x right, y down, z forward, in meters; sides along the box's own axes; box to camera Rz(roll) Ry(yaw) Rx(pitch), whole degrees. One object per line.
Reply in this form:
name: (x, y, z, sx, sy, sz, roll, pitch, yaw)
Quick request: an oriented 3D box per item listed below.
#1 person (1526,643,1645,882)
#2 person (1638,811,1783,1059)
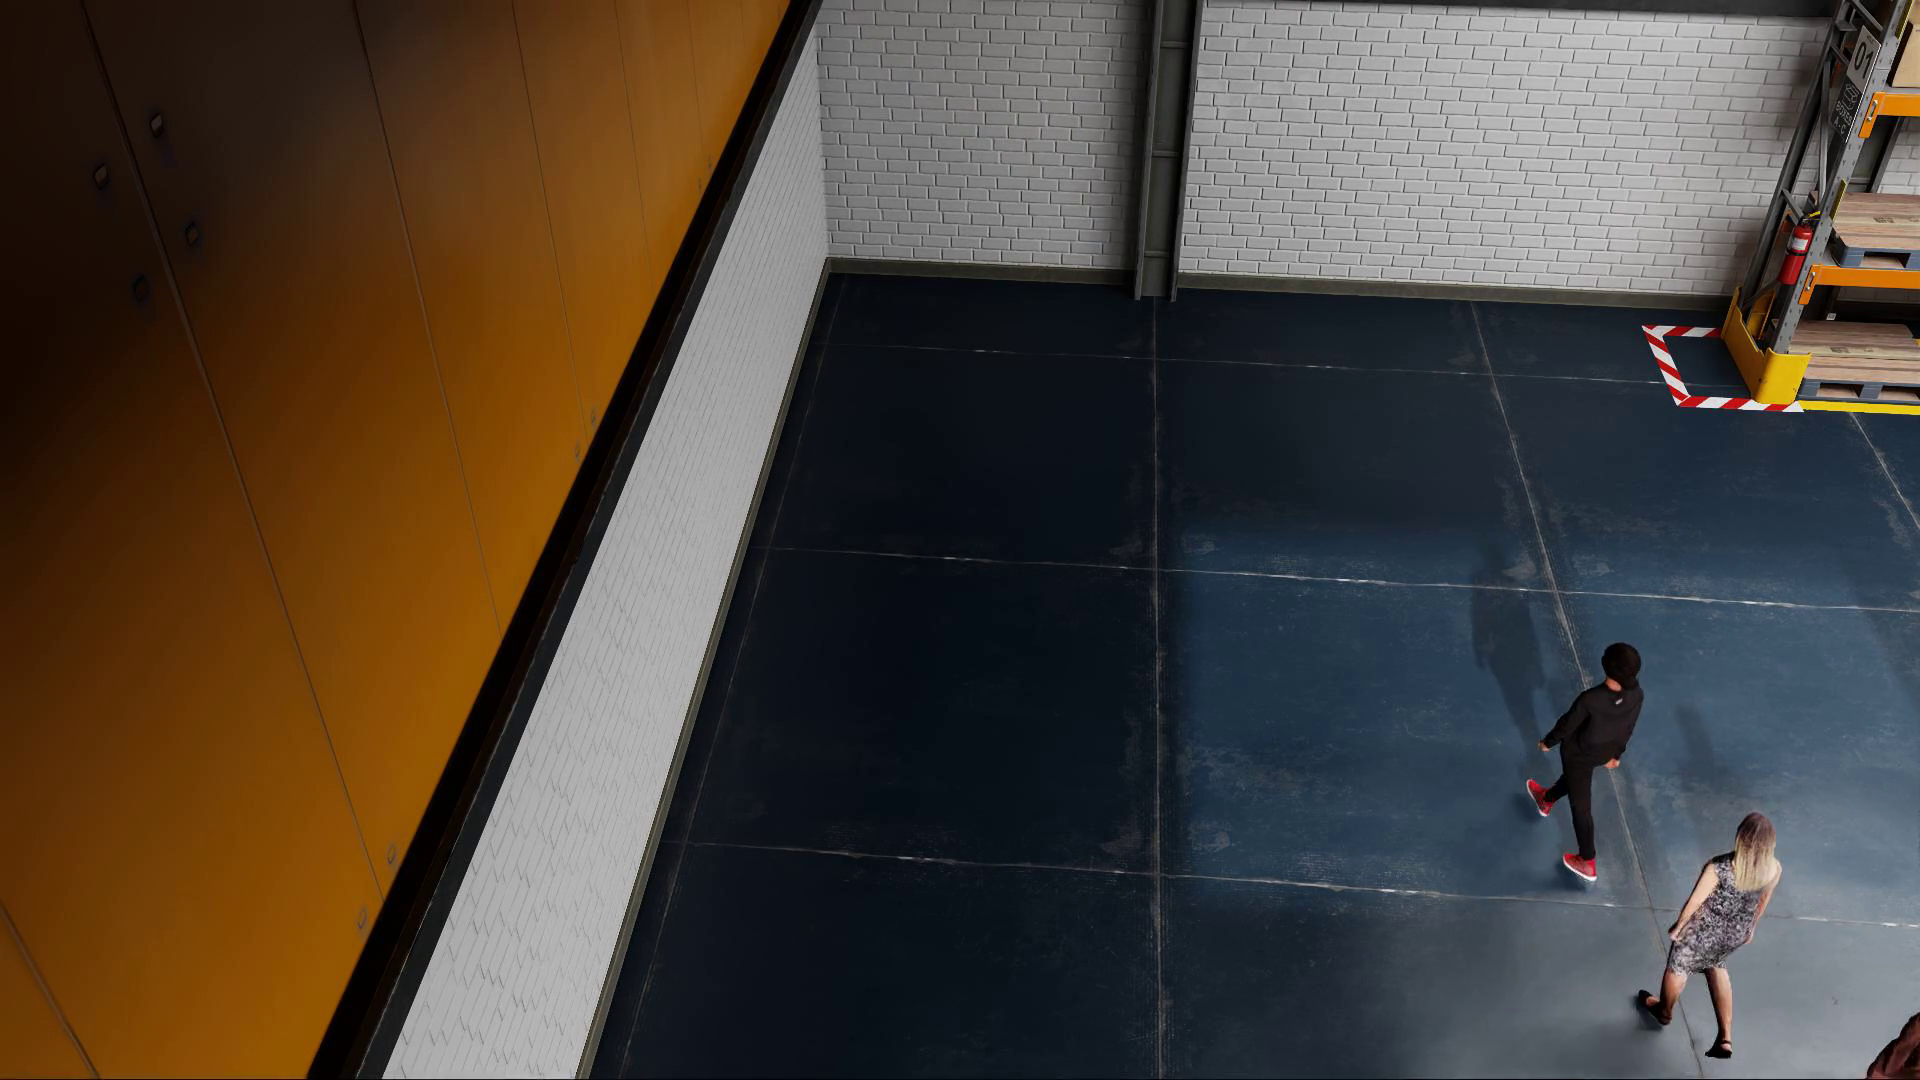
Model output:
person: (3.817, 1.342, 9.998, 1.094, 1.640, 0.934, -10, 40, -13)
person: (4.085, 2.178, 8.914, 0.846, 1.686, 0.735, -3, 39, -4)
